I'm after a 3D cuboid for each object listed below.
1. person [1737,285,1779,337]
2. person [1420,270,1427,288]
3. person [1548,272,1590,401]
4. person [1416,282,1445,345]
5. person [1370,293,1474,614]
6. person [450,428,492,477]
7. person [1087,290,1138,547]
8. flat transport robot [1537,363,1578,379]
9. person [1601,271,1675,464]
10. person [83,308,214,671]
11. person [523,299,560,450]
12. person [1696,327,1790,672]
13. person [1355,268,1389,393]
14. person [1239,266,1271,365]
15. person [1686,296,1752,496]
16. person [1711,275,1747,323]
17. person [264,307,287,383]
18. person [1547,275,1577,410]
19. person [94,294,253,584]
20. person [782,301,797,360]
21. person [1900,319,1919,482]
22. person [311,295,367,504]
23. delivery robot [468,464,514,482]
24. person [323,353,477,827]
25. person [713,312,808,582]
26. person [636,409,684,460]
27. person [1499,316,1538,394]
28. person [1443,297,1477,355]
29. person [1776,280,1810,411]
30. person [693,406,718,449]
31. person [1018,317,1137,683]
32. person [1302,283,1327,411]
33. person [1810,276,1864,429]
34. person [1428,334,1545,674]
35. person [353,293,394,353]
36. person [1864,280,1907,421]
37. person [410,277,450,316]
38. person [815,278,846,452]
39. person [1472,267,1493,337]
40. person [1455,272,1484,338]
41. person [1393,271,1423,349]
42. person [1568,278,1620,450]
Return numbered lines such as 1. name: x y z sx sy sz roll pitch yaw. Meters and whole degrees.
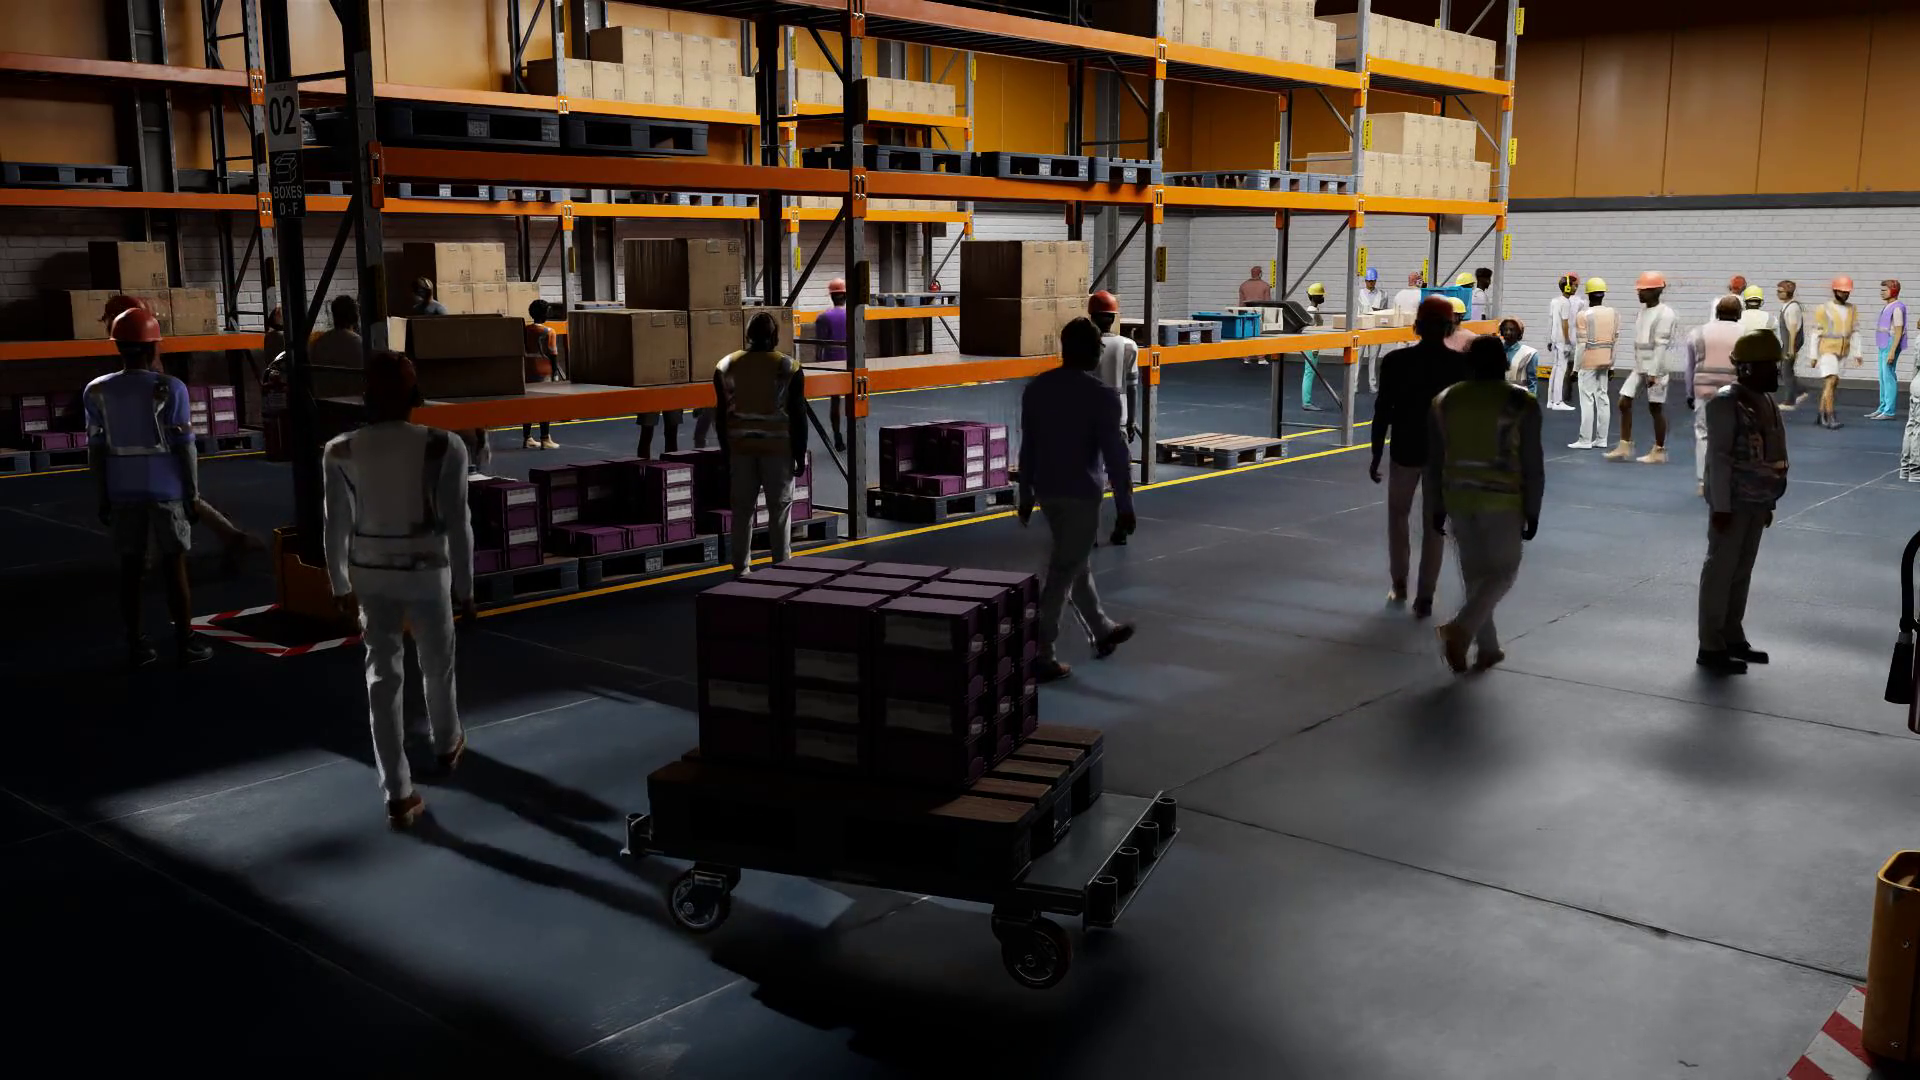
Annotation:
1. person: 9.220 -2.057 19.462 0.585 1.824 0.406 2 10 13
2. person: 8.062 -3.730 28.813 0.458 1.875 0.623 -2 10 -13
3. person: 8.908 -2.966 24.393 0.553 1.910 0.876 4 11 23
4. person: 7.030 -2.938 24.653 0.545 1.752 0.421 1 10 3
5. person: 2.904 -0.546 10.394 0.666 1.968 0.655 2 10 12
6. person: -3.909 -0.825 13.000 0.541 1.604 0.737 2 10 12
7. person: 1.067 -0.913 12.601 0.548 1.937 0.379 -2 10 -13
8. flat transport robot: 10.487 -2.951 28.944 1.431 0.197 0.652 -9 13 -42
9. person: 7.077 -1.777 17.309 0.763 2.019 0.610 -2 10 -11
10. person: -4.341 -0.263 8.896 0.543 1.939 0.371 -1 10 -4
11. person: -4.715 -1.850 18.657 0.533 1.687 0.320 5 11 28
12. person: 4.223 -0.221 8.954 0.586 1.835 0.404 -9 13 -41
13. person: 6.346 -3.244 25.840 0.616 1.945 0.404 0 10 0
14. person: 5.741 -4.354 32.278 0.637 1.911 0.403 6 12 31
15. person: 7.001 -1.326 15.282 0.634 1.812 0.768 7 12 33
16. person: 10.970 -2.828 23.688 0.607 1.873 0.494 9 13 41
17. person: -7.285 -1.688 17.900 0.497 1.629 0.277 7 12 35
18. person: 8.443 -2.753 23.265 0.327 1.874 0.519 1 10 4
19. person: -5.400 -0.690 11.305 0.939 1.961 0.627 -4 11 -20
20. person: -2.233 -2.152 20.418 0.537 1.666 0.753 -3 10 -16
21. person: 9.359 -1.427 16.076 0.295 1.743 0.493 2 10 13
22. person: -4.841 -0.971 13.057 0.639 1.902 0.998 5 11 26
23. delivery robot: -3.846 -0.351 13.065 0.477 0.478 0.707 6 12 32
24. person: -2.256 0.162 6.763 0.603 1.830 0.976 -1 10 -8
25. person: -1.305 -0.587 11.044 0.625 1.837 0.429 2 10 9
26. person: -2.670 -1.360 14.848 0.614 2.039 0.387 -5 11 -27
27. person: 4.979 -1.214 15.152 0.514 1.644 0.307 6 12 30
28. person: 4.919 -1.536 16.636 0.331 1.768 0.526 -7 12 -35
29. person: 11.536 -2.694 23.089 0.501 1.818 0.544 4 11 19
30. person: -2.264 -1.290 15.711 0.817 1.597 0.505 -1 10 -7
31. person: 0.670 -0.224 8.818 1.005 1.886 0.659 -8 13 -40
32. person: 4.929 -2.680 23.153 0.310 1.769 0.525 2 10 9
33. person: 10.990 -2.324 20.736 0.547 1.907 0.842 -1 10 -8
34. person: 2.728 -0.175 8.784 0.626 1.810 0.749 9 14 43
35. person: -6.458 -1.861 18.284 0.403 1.837 0.590 4 11 19
36. person: 12.190 -2.483 21.804 0.373 1.840 0.571 3 10 16
37. person: -5.957 -1.978 18.676 0.627 1.935 0.373 7 12 35
38. person: -1.317 -1.965 18.624 0.577 1.918 0.701 1 10 7
39. person: 7.948 -3.189 25.480 0.368 1.966 0.603 0 10 0
40. person: 6.910 -2.690 22.758 0.371 1.923 0.586 9 14 42
41. person: 6.864 -3.112 25.209 0.400 1.910 0.643 -6 12 -32
42. person: 7.099 -1.973 18.668 0.593 1.922 0.373 -4 11 -23
